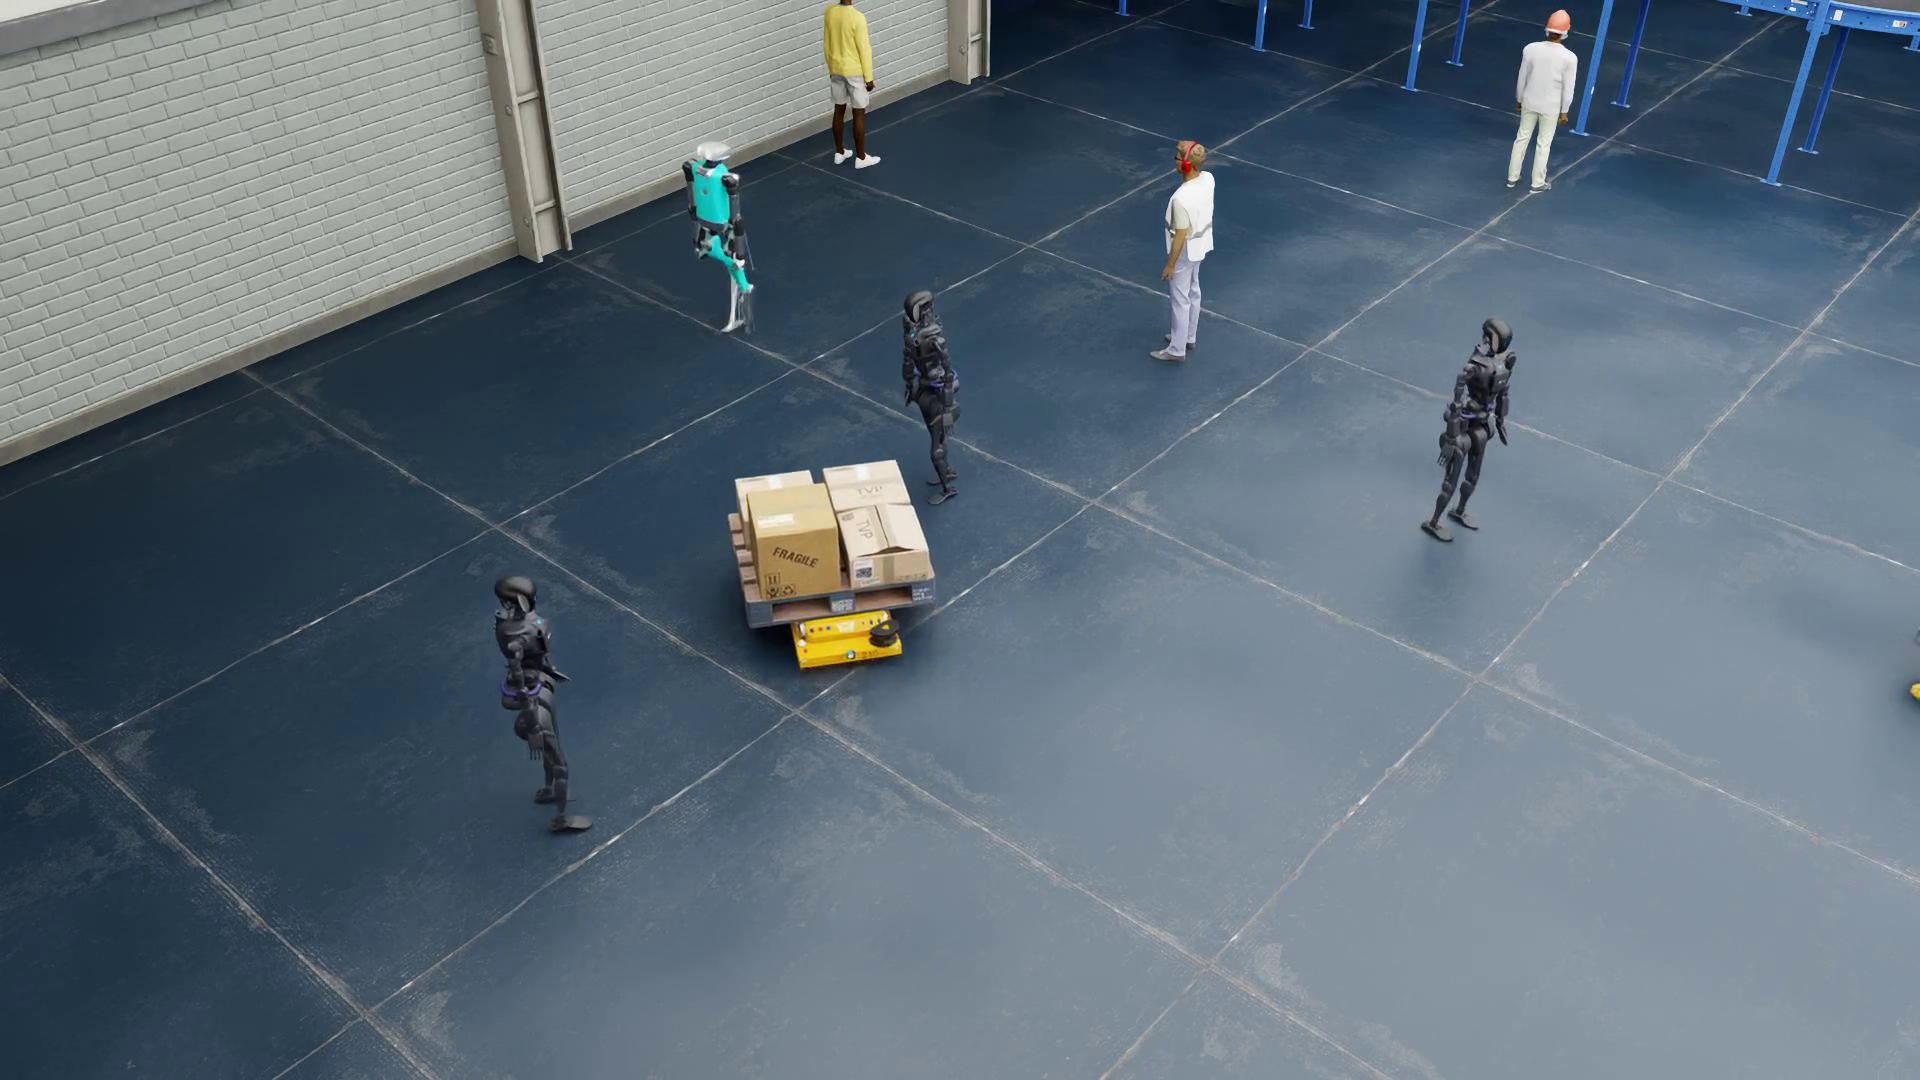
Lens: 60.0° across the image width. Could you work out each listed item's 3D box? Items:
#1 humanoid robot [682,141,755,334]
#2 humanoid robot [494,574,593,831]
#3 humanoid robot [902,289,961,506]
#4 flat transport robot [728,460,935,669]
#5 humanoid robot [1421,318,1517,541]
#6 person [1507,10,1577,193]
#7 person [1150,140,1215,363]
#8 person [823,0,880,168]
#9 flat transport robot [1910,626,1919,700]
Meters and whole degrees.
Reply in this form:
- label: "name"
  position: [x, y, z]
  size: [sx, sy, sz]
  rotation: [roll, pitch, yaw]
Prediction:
- label: "humanoid robot"
  position: [-1.841, -2.402, 13.599]
  size: [0.552, 1.910, 0.714]
  rotation: [21, 40, 26]
- label: "humanoid robot"
  position: [-2.269, 0.839, 8.996]
  size: [0.355, 1.654, 0.614]
  rotation: [-2, 36, -3]
- label: "humanoid robot"
  position: [-0.164, -1.027, 11.633]
  size: [0.455, 1.636, 0.589]
  rotation: [-24, 42, -29]
- label: "flat transport robot"
  position: [-0.843, 0.300, 10.967]
  size: [0.659, 0.231, 1.431]
  rotation: [-8, 36, -10]
- label: "humanoid robot"
  position: [3.464, -0.755, 11.229]
  size: [0.584, 1.650, 0.321]
  rotation: [-22, 41, -28]
- label: "person"
  position: [5.625, -4.222, 16.032]
  size: [0.564, 1.754, 0.325]
  rotation: [28, 44, 33]
- label: "person"
  position: [1.799, -2.280, 13.233]
  size: [0.390, 1.843, 0.565]
  rotation: [18, 39, 23]
- label: "person"
  position: [-1.095, -4.632, 16.487]
  size: [0.547, 1.899, 0.373]
  rotation: [21, 41, 27]
- label: "flat transport robot"
  position: [6.594, 0.934, 10.076]
  size: [1.431, 0.231, 0.659]
  rotation: [-10, 37, -13]
